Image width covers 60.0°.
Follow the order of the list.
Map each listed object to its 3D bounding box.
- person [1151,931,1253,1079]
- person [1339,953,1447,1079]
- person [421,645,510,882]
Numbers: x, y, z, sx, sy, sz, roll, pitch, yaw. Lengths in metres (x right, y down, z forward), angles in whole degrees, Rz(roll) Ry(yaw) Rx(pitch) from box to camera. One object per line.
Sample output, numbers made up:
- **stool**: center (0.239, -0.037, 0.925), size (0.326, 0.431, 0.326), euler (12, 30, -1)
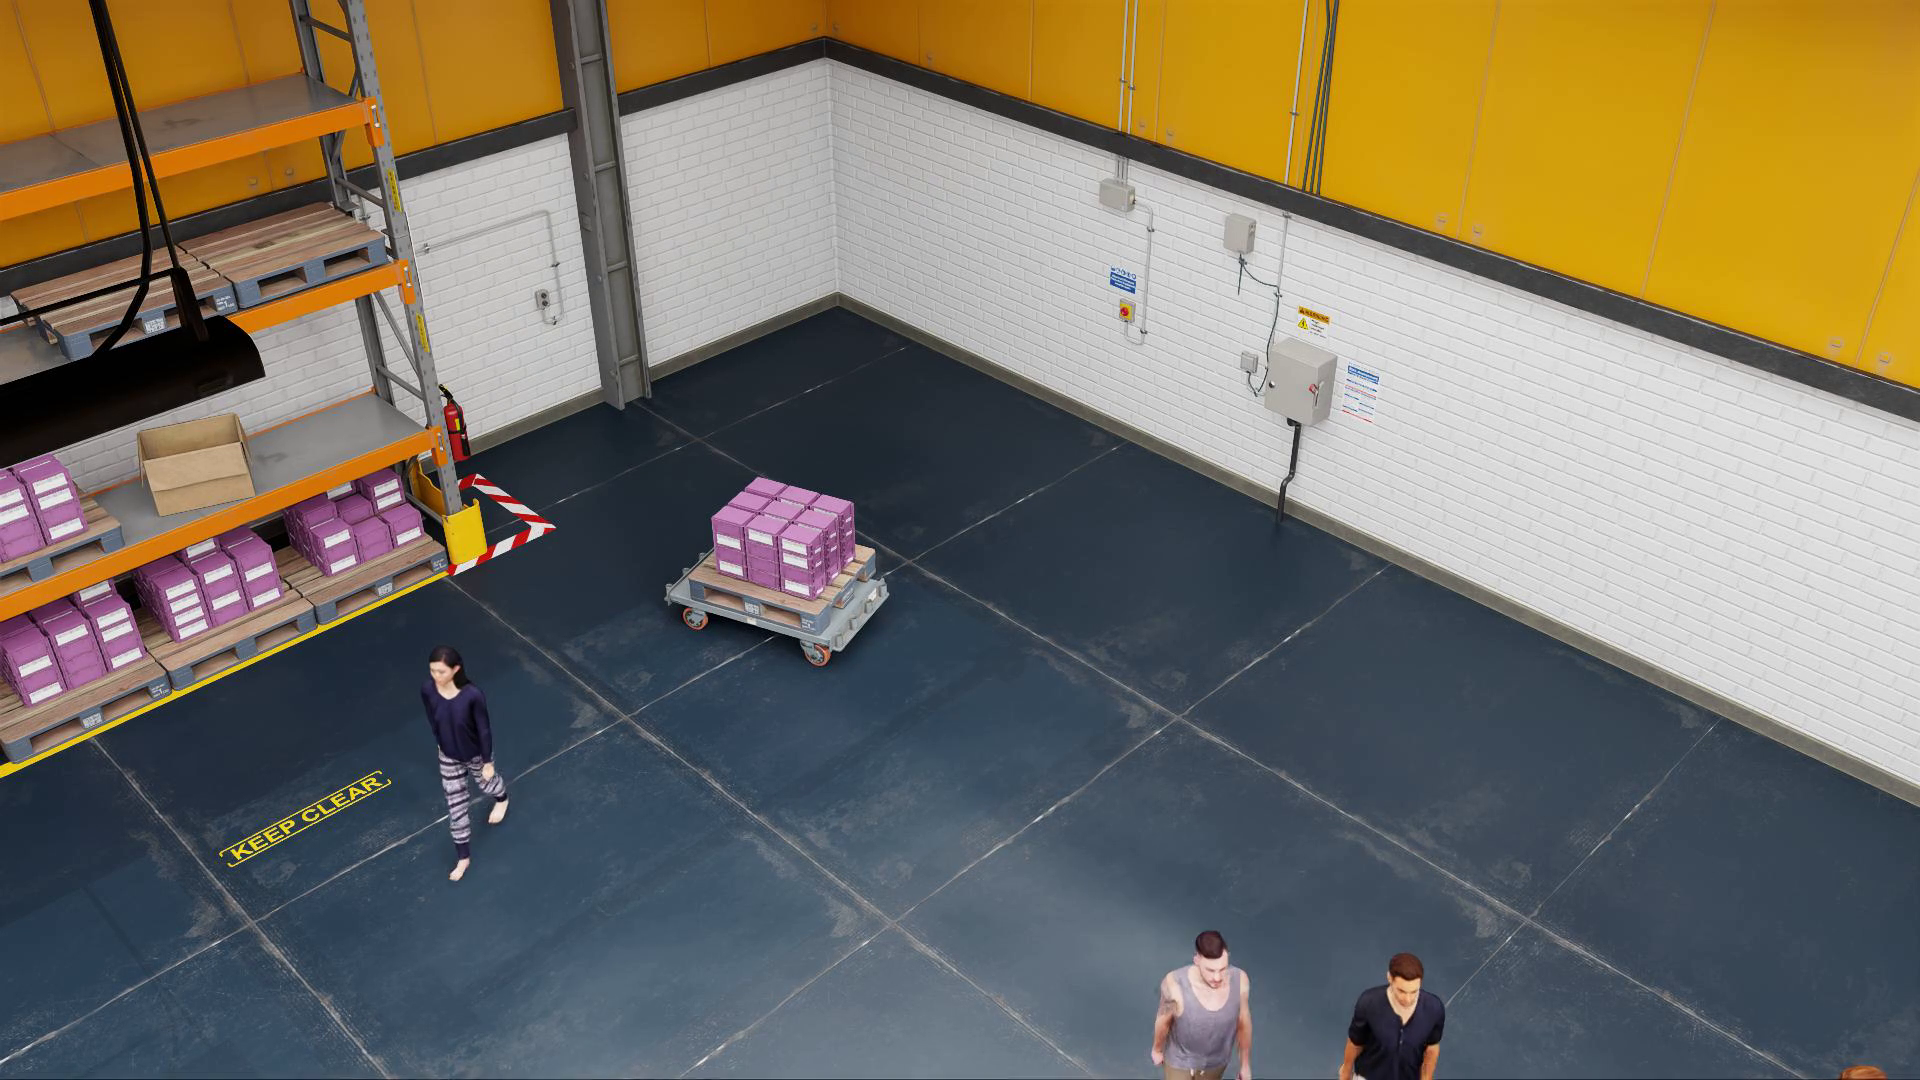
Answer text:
- **person**: center (1.270, 2.675, 8.937), size (0.980, 1.822, 1.014), euler (-6, 34, -8)
- **person**: center (2.279, 2.802, 8.961), size (1.076, 1.824, 1.150), euler (2, 34, 2)
- **person**: center (-3.298, 1.374, 11.233), size (1.021, 1.687, 1.164), euler (5, 34, 8)
